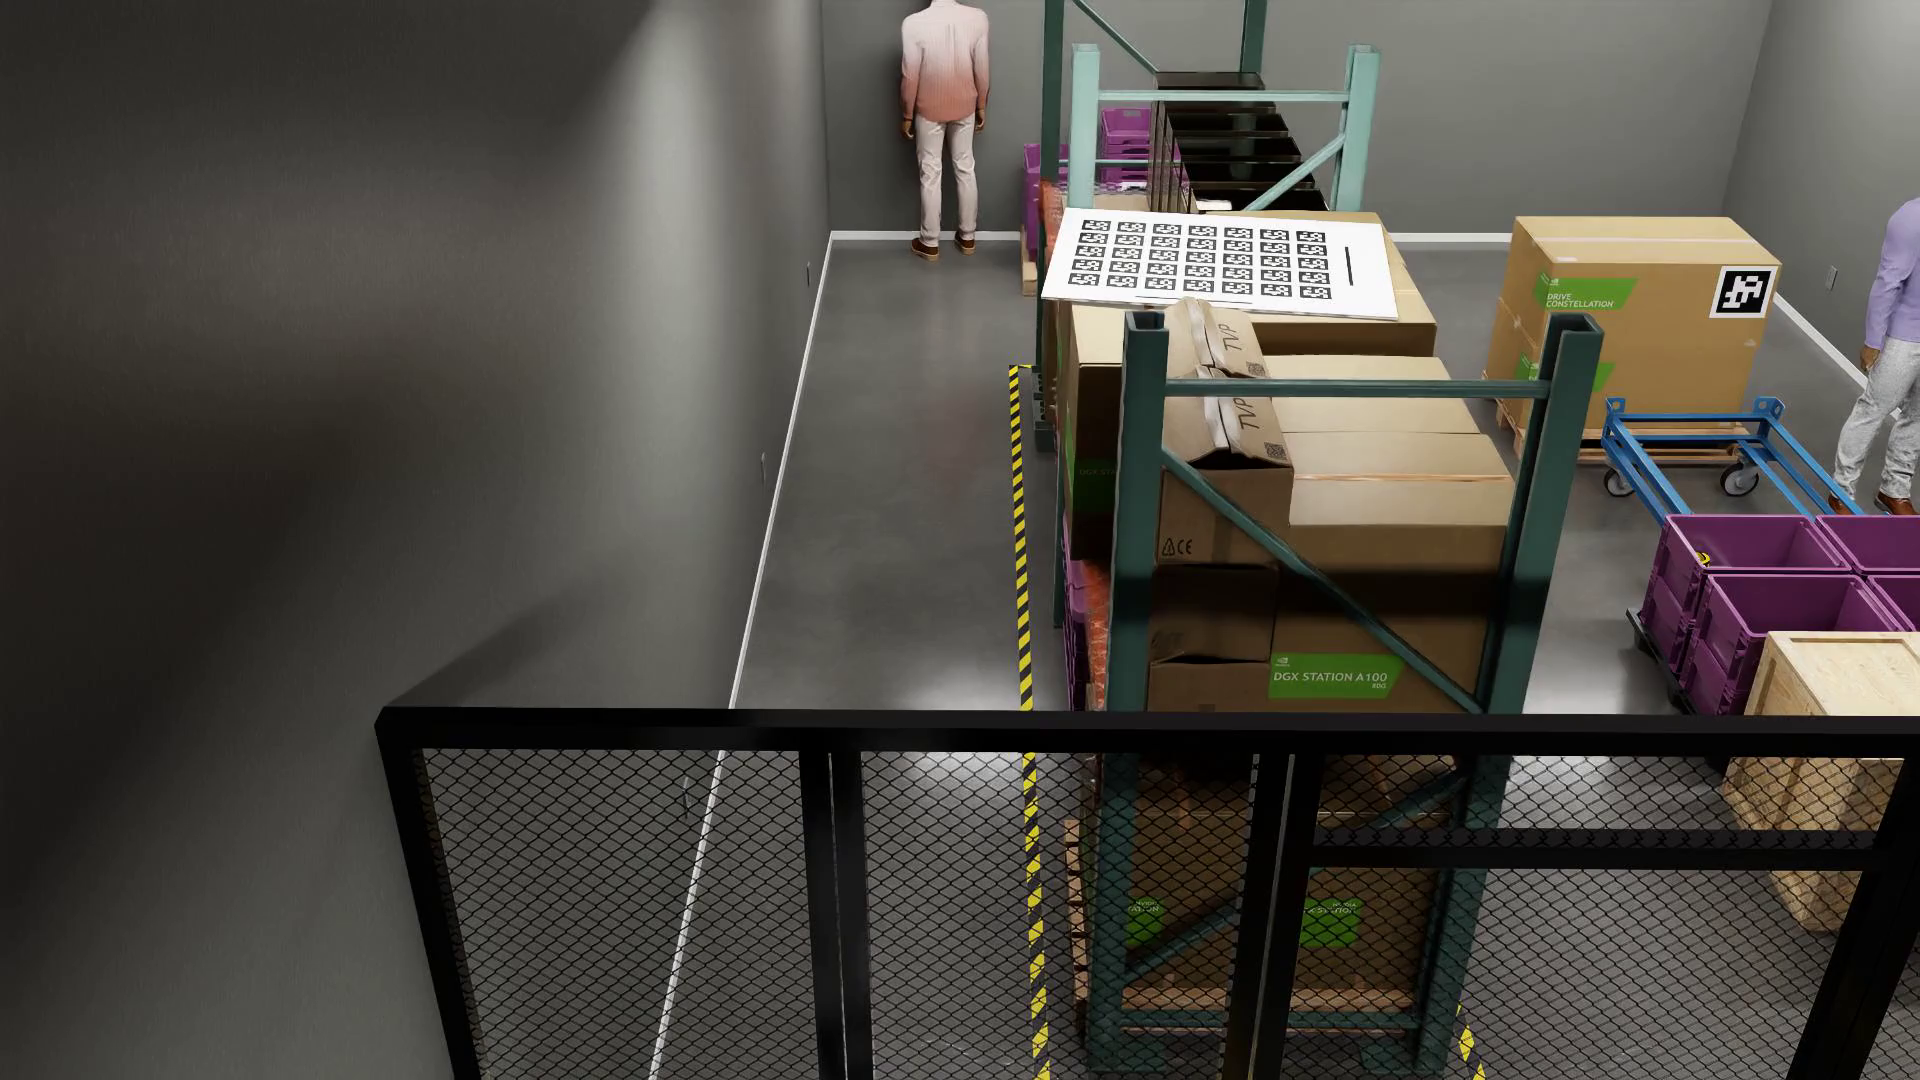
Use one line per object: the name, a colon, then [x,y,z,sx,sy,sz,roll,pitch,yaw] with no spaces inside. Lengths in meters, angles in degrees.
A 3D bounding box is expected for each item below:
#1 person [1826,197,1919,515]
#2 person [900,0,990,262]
person: [4.529,-0.945,7.784,0.632,1.940,0.372,-1,31,-2]
person: [-0.106,-2.816,10.839,0.622,1.993,0.382,-13,33,-20]
